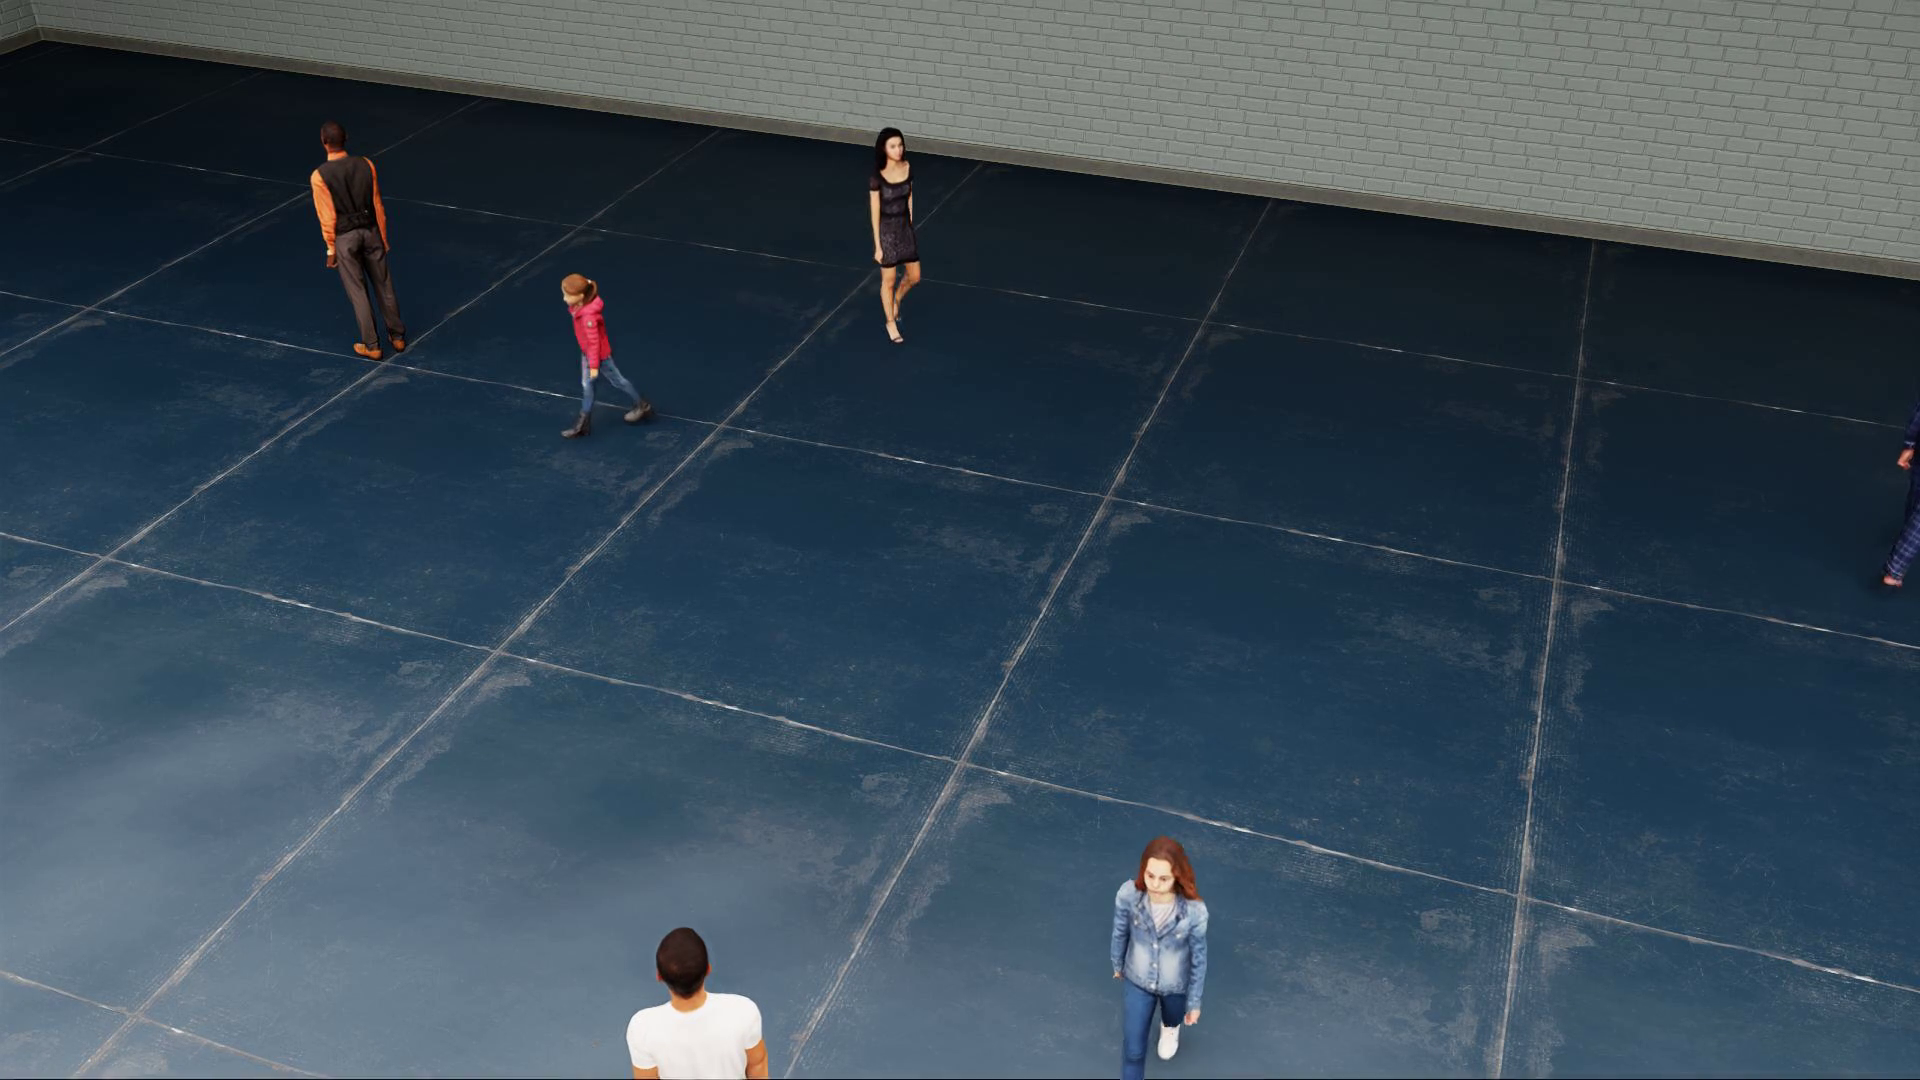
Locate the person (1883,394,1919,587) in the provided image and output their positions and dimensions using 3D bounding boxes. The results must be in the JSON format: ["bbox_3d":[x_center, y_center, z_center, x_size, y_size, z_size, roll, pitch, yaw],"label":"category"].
[{"bbox_3d":[6.083,-0.514,10.297,0.978,1.774,1.284,26,41,34],"label":"person"}]

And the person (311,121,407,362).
[{"bbox_3d":[-4.691,-2.329,12.965,0.725,1.907,0.847,-25,41,-33],"label":"person"}]

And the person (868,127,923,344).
[{"bbox_3d":[-0.577,-2.419,13.223,0.763,1.778,0.824,-21,39,-29],"label":"person"}]

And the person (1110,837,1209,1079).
[{"bbox_3d":[0.865,1.802,7.025,0.611,1.458,0.979,8,34,12],"label":"person"}]

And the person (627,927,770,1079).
[{"bbox_3d":[-0.942,2.138,6.196,0.722,1.799,0.731,-7,34,-11],"label":"person"}]

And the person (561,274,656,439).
[{"bbox_3d":[-2.557,-1.355,12.057,1.011,1.264,0.860,-18,37,-26],"label":"person"}]
